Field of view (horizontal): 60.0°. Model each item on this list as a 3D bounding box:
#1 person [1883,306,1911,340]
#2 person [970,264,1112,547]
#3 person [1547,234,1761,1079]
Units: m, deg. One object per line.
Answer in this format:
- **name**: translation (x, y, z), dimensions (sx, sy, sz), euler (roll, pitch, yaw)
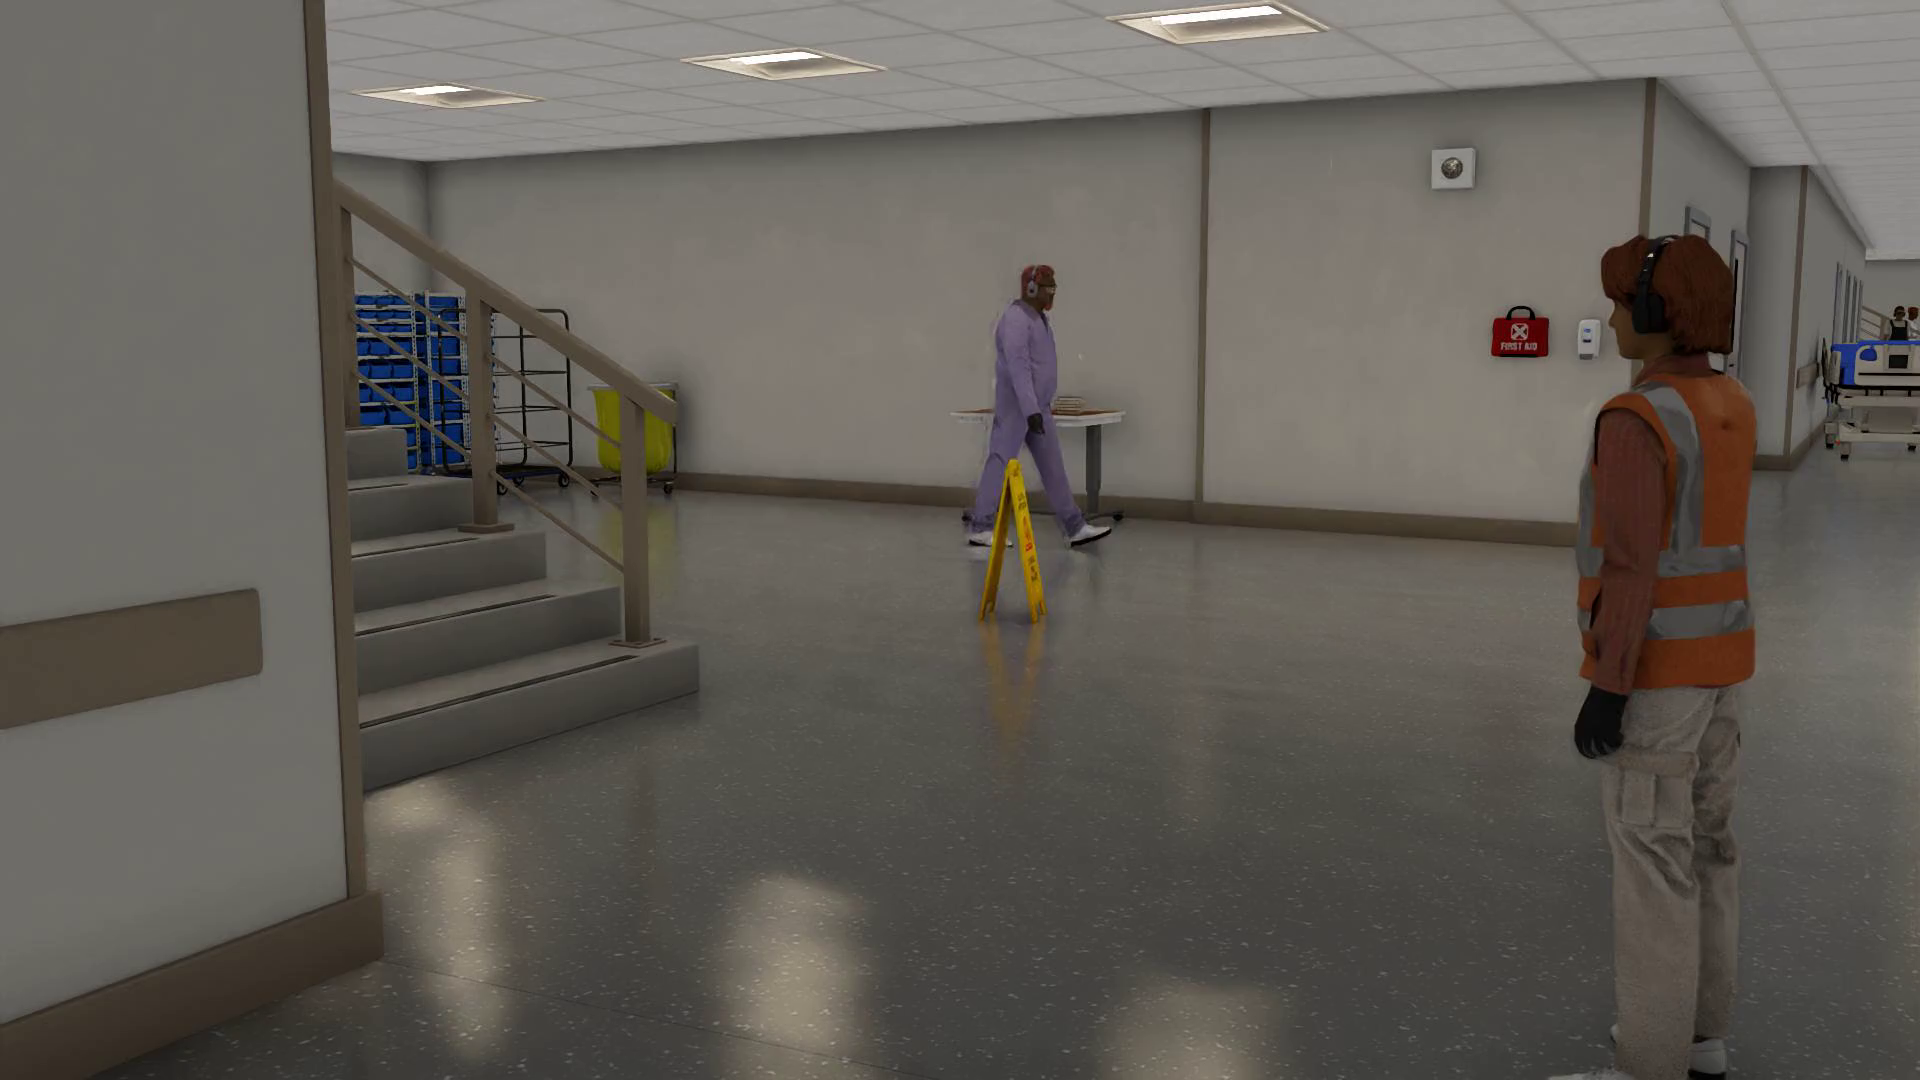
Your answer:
- **person**: translation (19.236, -3.883, 34.172), dimensions (0.516, 1.843, 0.327), euler (1, 7, 6)
- **person**: translation (0.493, -0.854, 10.861), dimensions (0.966, 1.855, 0.647), euler (3, 8, 25)
- **person**: translation (1.314, 0.258, 3.111), dimensions (0.522, 1.636, 0.311), euler (-7, 10, -44)
